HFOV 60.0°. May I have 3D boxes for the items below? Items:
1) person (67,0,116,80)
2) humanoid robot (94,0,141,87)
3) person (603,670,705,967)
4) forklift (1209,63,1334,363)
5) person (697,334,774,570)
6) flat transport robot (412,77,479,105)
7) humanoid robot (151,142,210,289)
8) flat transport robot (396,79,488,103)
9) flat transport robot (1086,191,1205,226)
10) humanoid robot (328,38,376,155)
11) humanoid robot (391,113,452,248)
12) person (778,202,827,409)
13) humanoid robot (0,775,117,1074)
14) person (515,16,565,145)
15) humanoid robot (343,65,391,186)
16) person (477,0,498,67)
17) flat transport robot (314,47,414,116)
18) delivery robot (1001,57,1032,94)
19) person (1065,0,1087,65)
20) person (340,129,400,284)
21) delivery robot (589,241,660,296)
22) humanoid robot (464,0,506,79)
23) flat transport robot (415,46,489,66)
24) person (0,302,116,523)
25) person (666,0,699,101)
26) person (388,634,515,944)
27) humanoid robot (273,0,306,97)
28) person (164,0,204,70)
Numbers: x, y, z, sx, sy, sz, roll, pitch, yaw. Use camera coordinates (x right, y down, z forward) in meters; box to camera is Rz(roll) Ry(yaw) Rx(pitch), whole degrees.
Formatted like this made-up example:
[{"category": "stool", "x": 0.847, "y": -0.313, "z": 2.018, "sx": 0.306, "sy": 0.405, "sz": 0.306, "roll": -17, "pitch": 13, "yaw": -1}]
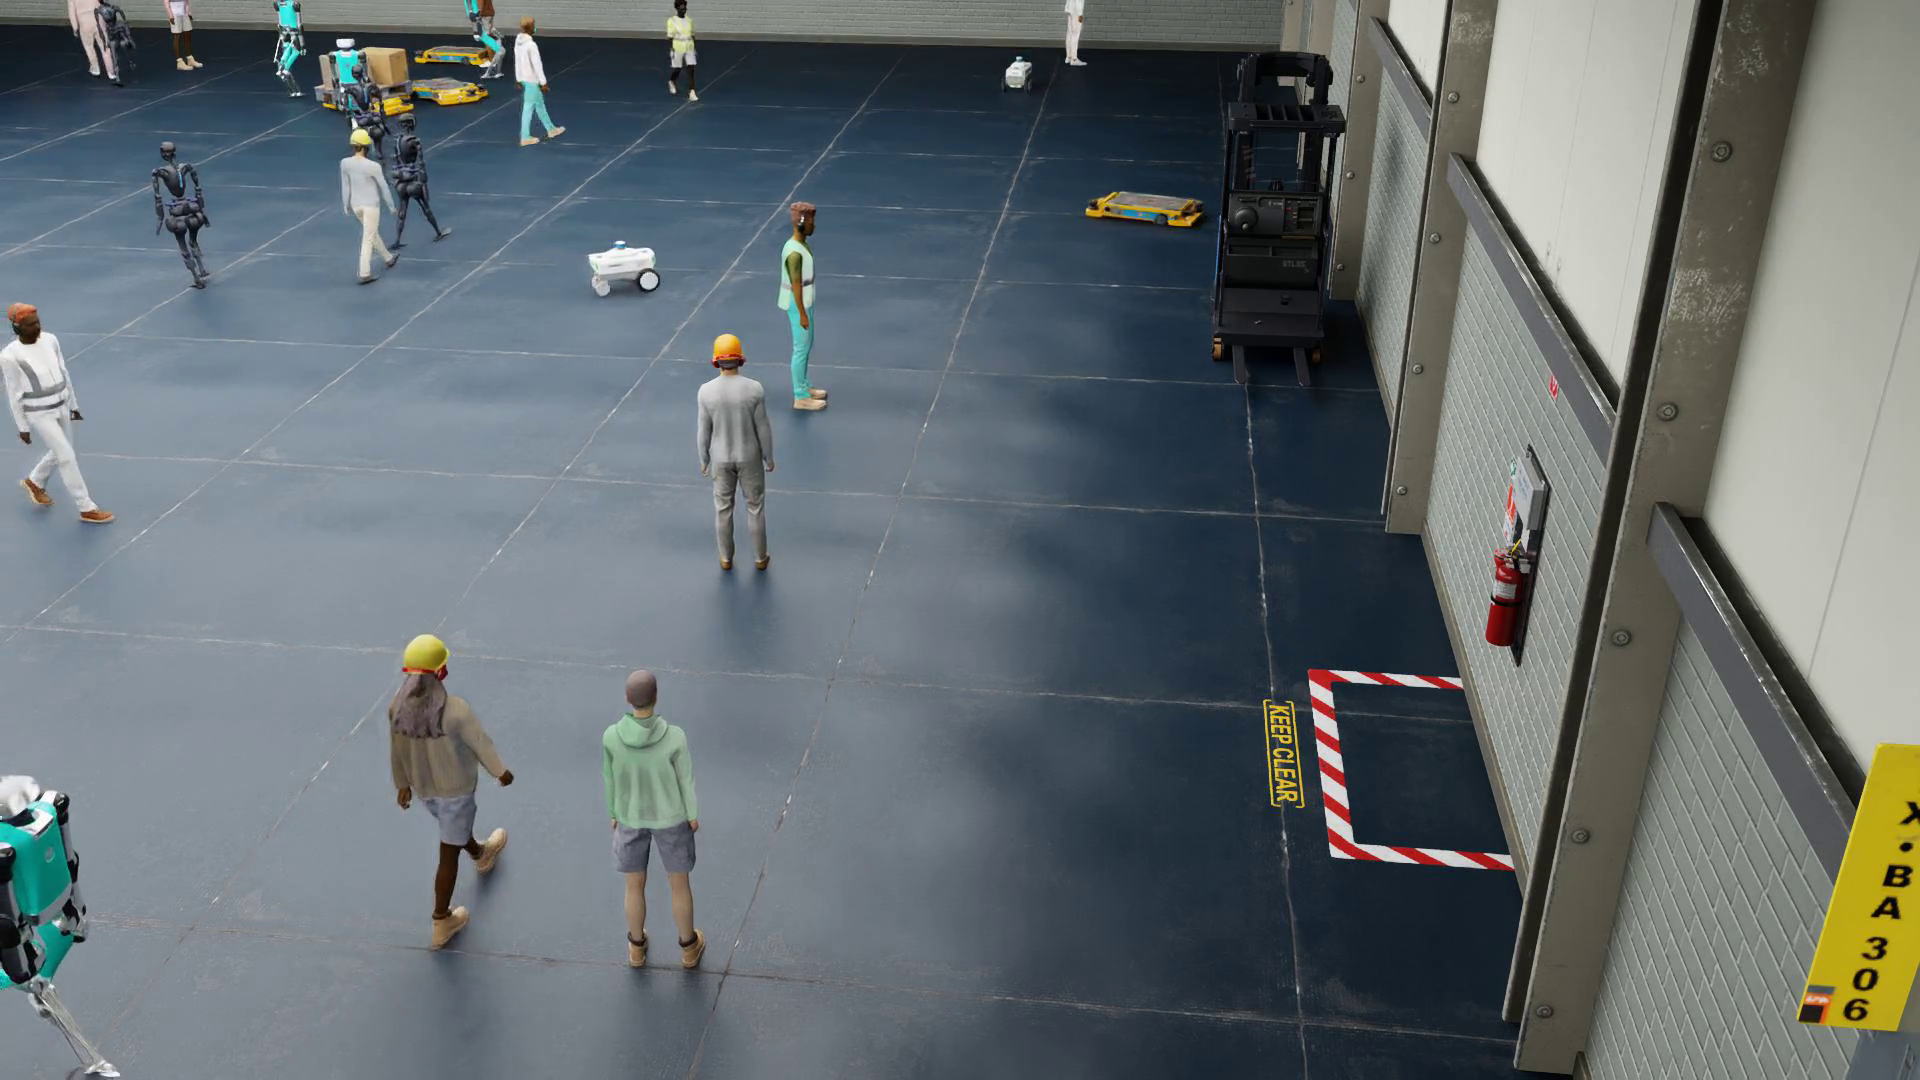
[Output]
[{"category": "person", "x": -15.573, "y": -9.235, "z": 29.794, "sx": 0.700, "sy": 1.853, "sz": 0.928, "roll": -19, "pitch": 32, "yaw": -32}, {"category": "humanoid robot", "x": -14.767, "y": -8.782, "z": 29.134, "sx": 0.619, "sy": 1.620, "sz": 0.771, "roll": -1, "pitch": 27, "yaw": -2}, {"category": "person", "x": -1.591, "y": 1.459, "z": 8.595, "sx": 0.471, "sy": 1.735, "sz": 0.326, "roll": 1, "pitch": 27, "yaw": 1}, {"category": "forklift", "x": 3.241, "y": -3.477, "z": 17.183, "sx": 1.129, "sy": 2.768, "sz": 1.873, "roll": 3, "pitch": 27, "yaw": 6}, {"category": "person", "x": -1.701, "y": -0.650, "z": 12.633, "sx": 0.569, "sy": 1.889, "sz": 0.389, "roll": -1, "pitch": 27, "yaw": -3}, {"category": "flat transport robot", "x": -8.834, "y": -7.698, "z": 28.506, "sx": 0.659, "sy": 0.231, "sz": 1.431, "roll": -18, "pitch": 32, "yaw": -32}, {"category": "humanoid robot", "x": -8.864, "y": -3.699, "z": 18.954, "sx": 0.395, "sy": 1.650, "sz": 0.609, "roll": 19, "pitch": 32, "yaw": 33}, {"category": "flat transport robot", "x": -8.892, "y": -7.681, "z": 28.473, "sx": 1.431, "sy": 0.231, "sz": 0.659, "roll": 8, "pitch": 28, "yaw": 16}, {"category": "flat transport robot", "x": 2.434, "y": -4.343, "z": 21.809, "sx": 1.431, "sy": 0.231, "sz": 0.659, "roll": 11, "pitch": 29, "yaw": 21}, {"category": "humanoid robot", "x": -8.902, "y": -6.467, "z": 24.541, "sx": 0.545, "sy": 1.895, "sz": 0.727, "roll": -5, "pitch": 27, "yaw": -9}, {"category": "humanoid robot", "x": -6.769, "y": -4.438, "z": 20.488, "sx": 0.608, "sy": 1.620, "sz": 0.794, "roll": 18, "pitch": 32, "yaw": 32}, {"category": "person", "x": -1.485, "y": -2.206, "z": 15.651, "sx": 0.434, "sy": 1.973, "sz": 0.480, "roll": 1, "pitch": 27, "yaw": 3}, {"category": "humanoid robot", "x": -4.567, "y": 1.856, "z": 7.815, "sx": 0.959, "sy": 1.771, "sz": 0.544, "roll": 3, "pitch": 27, "yaw": 6}, {"category": "person", "x": -6.414, "y": -7.005, "z": 25.318, "sx": 0.917, "sy": 1.881, "sz": 0.523, "roll": -21, "pitch": 34, "yaw": -36}, {"category": "humanoid robot", "x": -8.211, "y": -5.746, "z": 23.037, "sx": 0.611, "sy": 1.646, "sz": 0.456, "roll": -21, "pitch": 34, "yaw": -36}, {"category": "person", "x": -8.787, "y": -9.713, "z": 30.758, "sx": 0.397, "sy": 1.855, "sz": 0.780, "roll": 0, "pitch": 27, "yaw": 0}, {"category": "flat transport robot", "x": -9.844, "y": -7.276, "z": 27.664, "sx": 1.431, "sy": 0.231, "sz": 0.659, "roll": 15, "pitch": 30, "yaw": 27}, {"category": "delivery robot", "x": 1.021, "y": -8.098, "z": 28.987, "sx": 0.499, "sy": 0.596, "sz": 0.775, "roll": 6, "pitch": 27, "yaw": 12}, {"category": "person", "x": 2.133, "y": -9.797, "z": 30.902, "sx": 0.401, "sy": 1.878, "sz": 0.498, "roll": -8, "pitch": 28, "yaw": -15}, {"category": "person", "x": -6.812, "y": -3.895, "z": 19.285, "sx": 0.549, "sy": 1.715, "sz": 0.897, "roll": 9, "pitch": 28, "yaw": 18}, {"category": "delivery robot", "x": -3.855, "y": -3.125, "z": 19.049, "sx": 0.785, "sy": 0.587, "sz": 0.499, "roll": -11, "pitch": 29, "yaw": -21}, {"category": "humanoid robot", "x": -8.377, "y": -9.084, "z": 29.656, "sx": 0.811, "sy": 1.795, "sz": 0.537, "roll": -3, "pitch": 27, "yaw": -6}, {"category": "flat transport robot", "x": -9.475, "y": -9.141, "z": 31.387, "sx": 1.431, "sy": 0.231, "sz": 0.659, "roll": 5, "pitch": 27, "yaw": 11}, {"category": "person", "x": -7.414, "y": -1.036, "z": 13.440, "sx": 0.845, "sy": 1.856, "sz": 0.581, "roll": 6, "pitch": 27, "yaw": 12}, {"category": "person", "x": -4.715, "y": -8.312, "z": 28.152, "sx": 0.544, "sy": 1.677, "sz": 0.661, "roll": -19, "pitch": 32, "yaw": -33}, {"category": "person", "x": -2.737, "y": 1.266, "z": 8.995, "sx": 0.528, "sy": 1.716, "sz": 0.886, "roll": 10, "pitch": 28, "yaw": 19}, {"category": "humanoid robot", "x": -11.414, "y": -8.343, "z": 28.089, "sx": 0.548, "sy": 1.750, "sz": 0.680, "roll": 11, "pitch": 29, "yaw": 21}, {"category": "person", "x": -14.290, "y": -9.670, "z": 30.480, "sx": 0.402, "sy": 2.035, "sz": 0.608, "roll": 7, "pitch": 27, "yaw": 14}]
